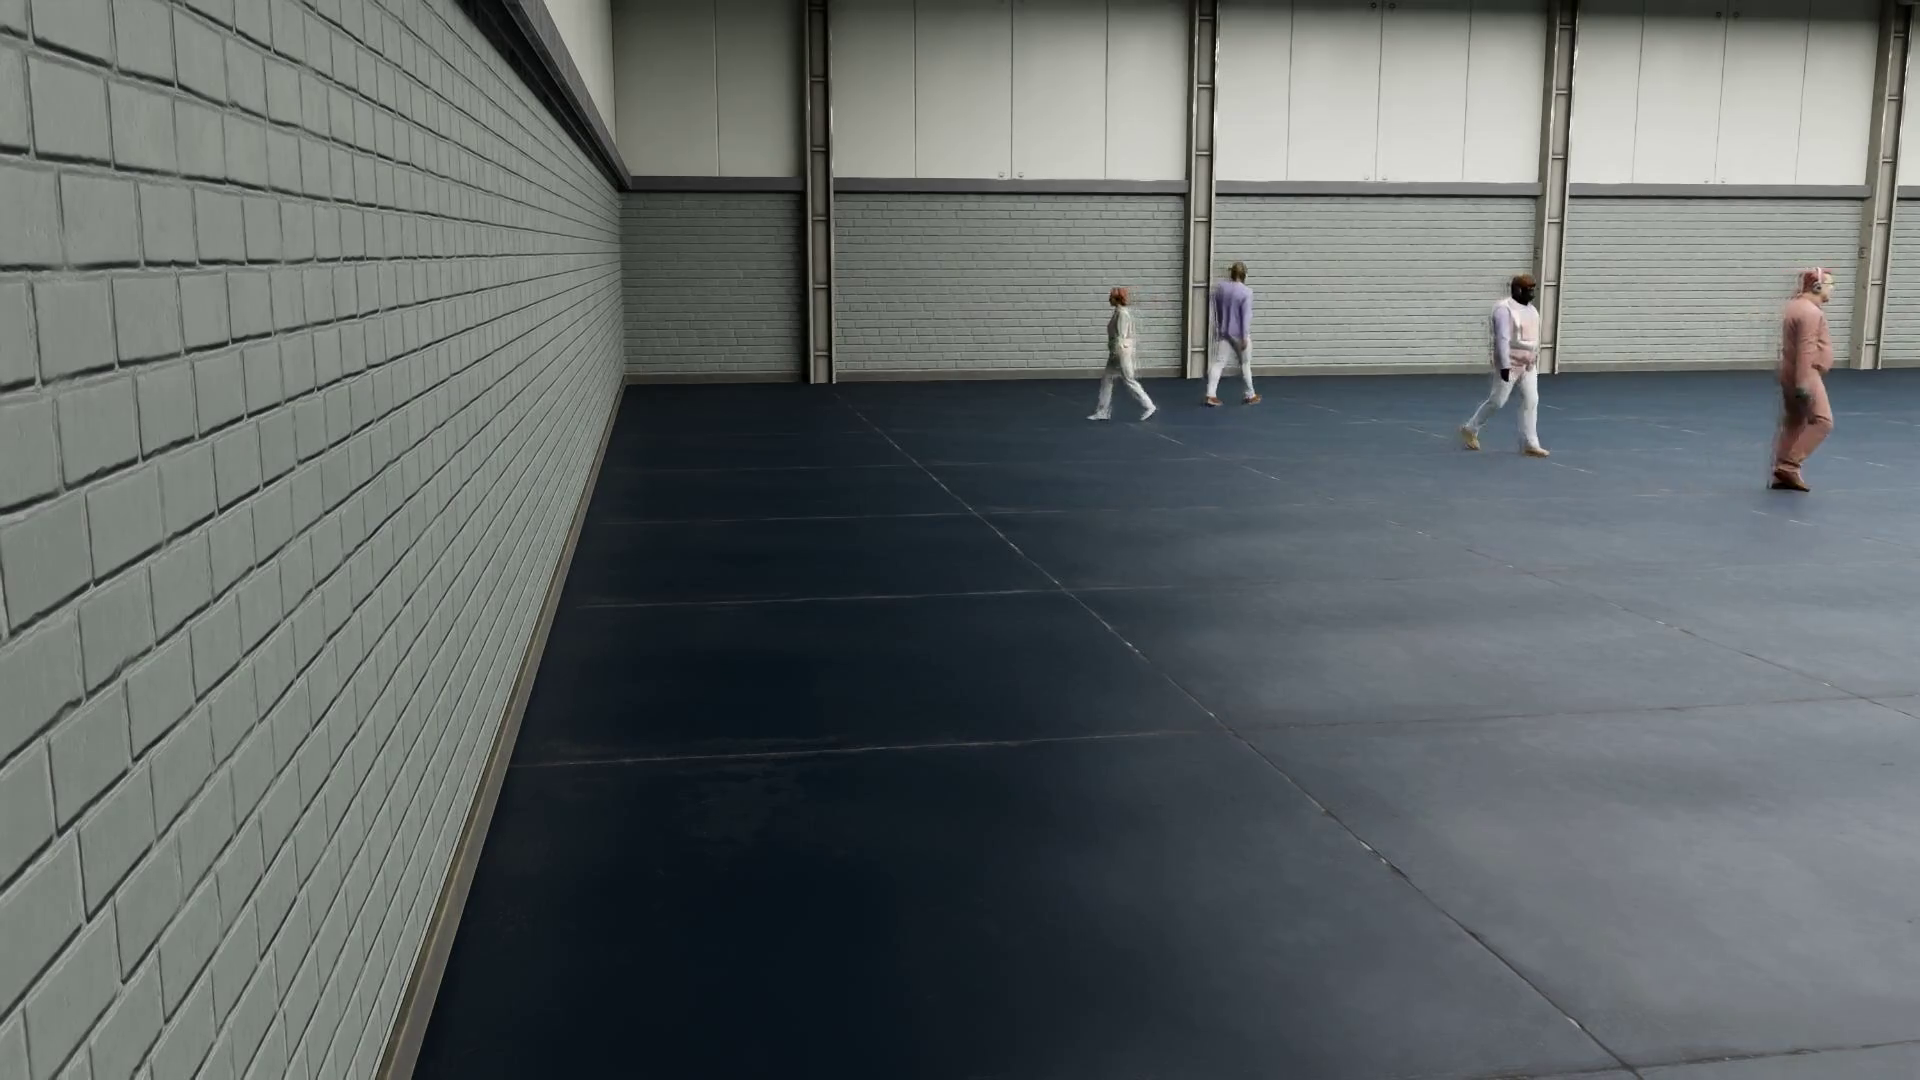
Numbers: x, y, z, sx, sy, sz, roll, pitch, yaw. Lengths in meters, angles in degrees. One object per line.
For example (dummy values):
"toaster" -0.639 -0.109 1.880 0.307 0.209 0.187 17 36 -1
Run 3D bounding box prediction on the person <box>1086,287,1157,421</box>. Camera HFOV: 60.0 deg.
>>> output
"person" 1.962 -2.216 19.834 0.805 1.608 0.513 -1 10 -5

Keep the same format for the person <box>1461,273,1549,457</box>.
"person" 5.486 -1.753 16.609 0.619 1.816 0.885 -6 12 -31

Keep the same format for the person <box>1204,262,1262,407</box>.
"person" 3.568 -2.680 21.759 1.028 1.891 0.634 -9 13 -42

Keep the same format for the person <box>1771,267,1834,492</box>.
"person" 7.111 -1.337 13.979 0.455 1.886 0.672 3 10 19
